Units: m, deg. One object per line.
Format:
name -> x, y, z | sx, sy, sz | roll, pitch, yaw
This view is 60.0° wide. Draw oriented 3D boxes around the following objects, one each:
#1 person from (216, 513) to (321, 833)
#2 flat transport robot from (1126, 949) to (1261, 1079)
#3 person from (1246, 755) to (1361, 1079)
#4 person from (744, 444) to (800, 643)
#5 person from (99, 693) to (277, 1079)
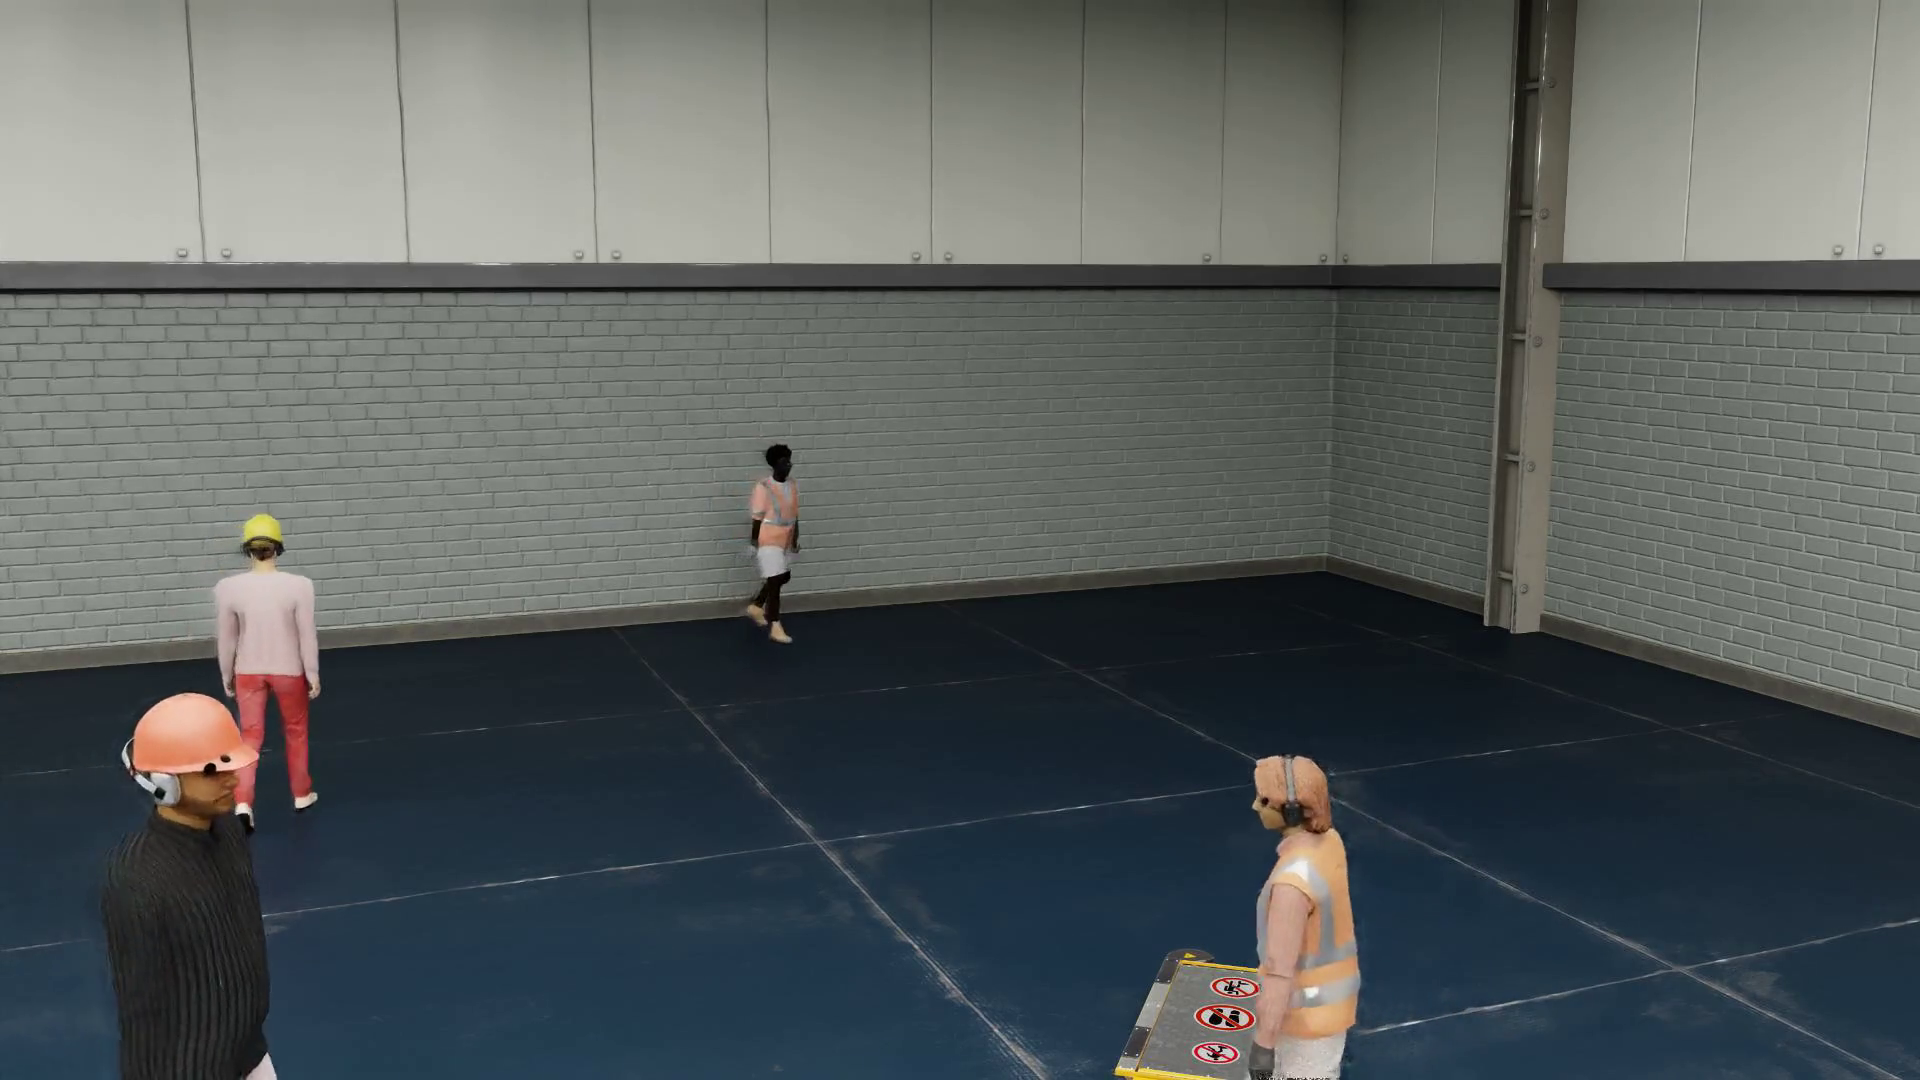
person -> -3.802, 0.718, 9.155 | 0.538, 1.743, 0.770 | -1, 9, -8
flat transport robot -> 0.988, 1.915, 6.232 | 0.652, 0.197, 1.431 | 3, 9, 17
person -> 0.945, 1.428, 5.040 | 0.597, 1.615, 0.536 | 4, 10, 22
person -> -1.612, 0.009, 13.840 | 0.650, 1.671, 0.552 | 6, 11, 32
person -> -2.042, 1.362, 4.363 | 0.589, 1.977, 0.619 | 1, 9, 5
